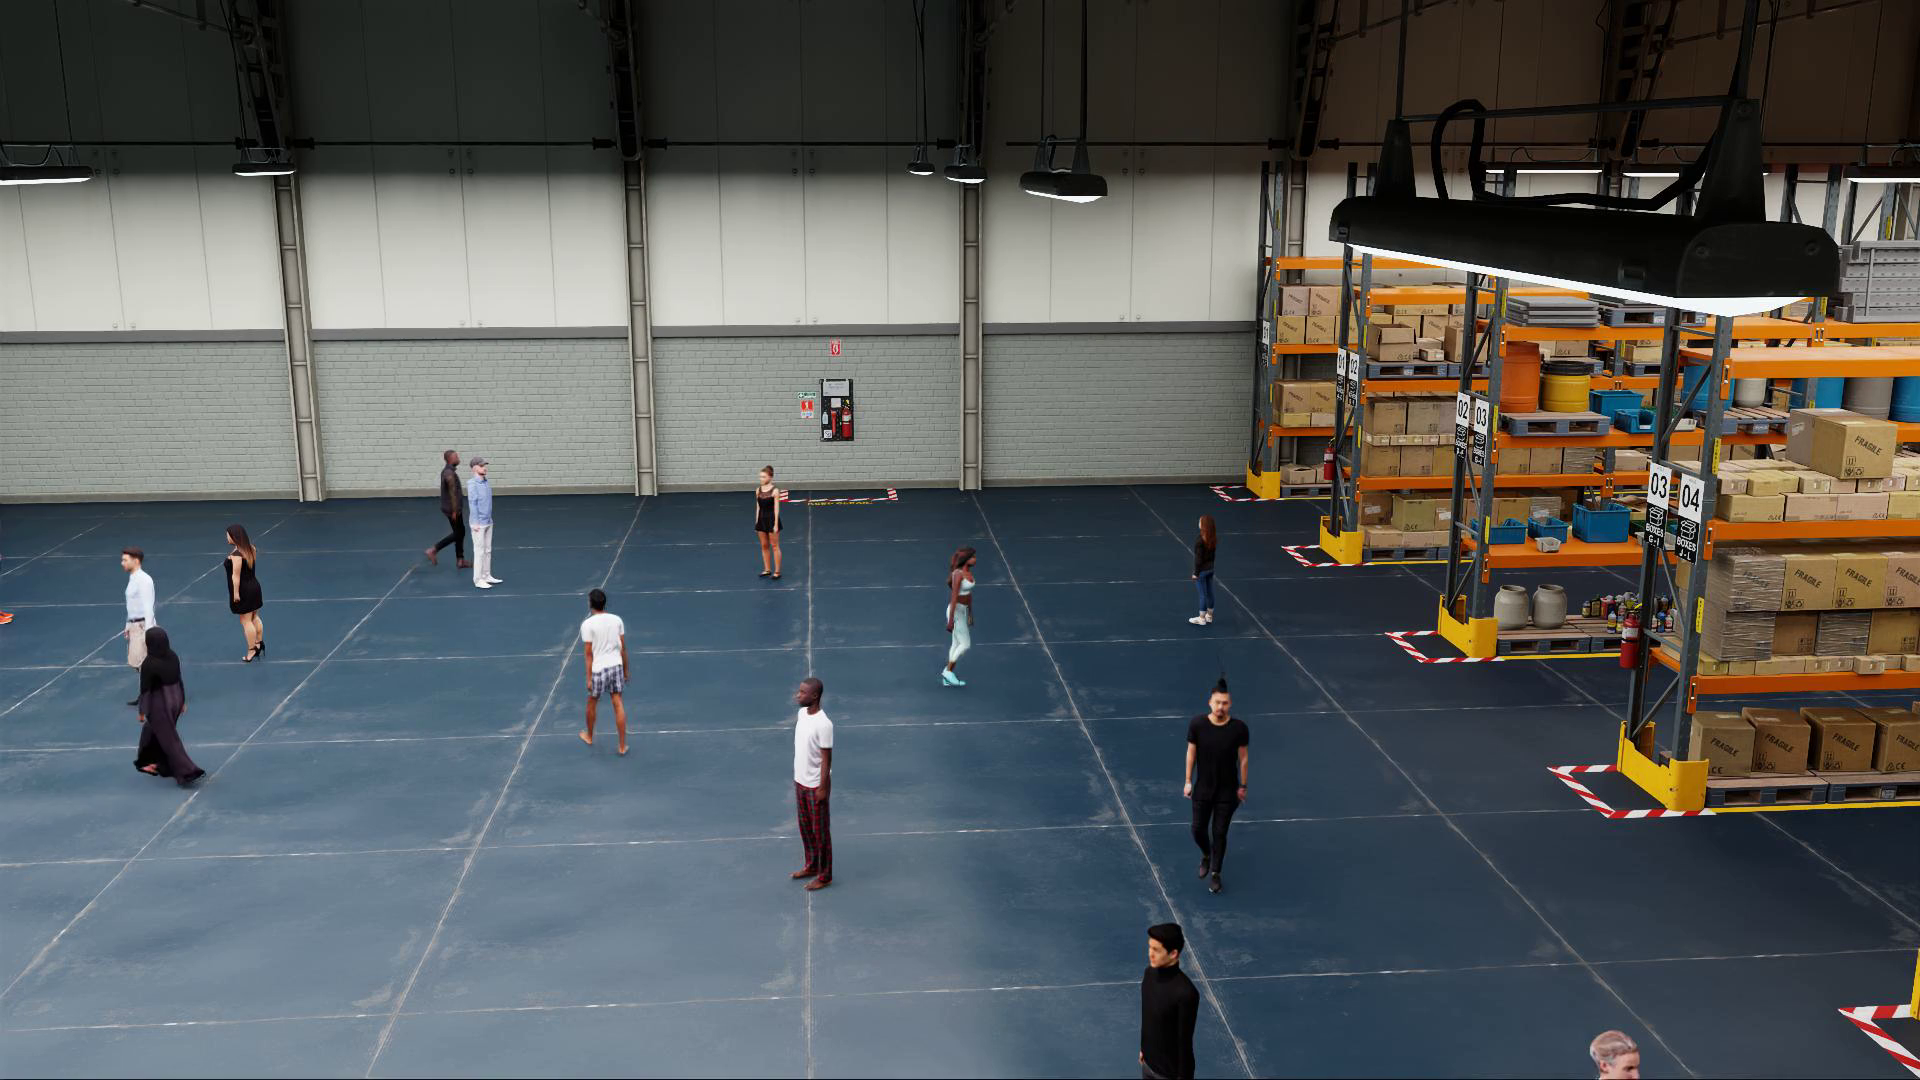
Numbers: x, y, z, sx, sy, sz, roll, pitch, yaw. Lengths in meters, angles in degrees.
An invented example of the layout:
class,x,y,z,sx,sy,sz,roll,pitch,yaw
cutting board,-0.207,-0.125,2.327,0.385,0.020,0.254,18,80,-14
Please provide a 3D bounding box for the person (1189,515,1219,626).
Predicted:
class,x,y,z,sx,sy,sz,roll,pitch,yaw
person,3.262,0.384,22.113,0.698,1.483,0.628,12,18,42

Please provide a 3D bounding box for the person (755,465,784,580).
class,x,y,z,sx,sy,sz,roll,pitch,yaw
person,-2.810,-0.268,24.492,0.671,1.680,0.745,8,15,32

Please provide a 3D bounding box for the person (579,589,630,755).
class,x,y,z,sx,sy,sz,roll,pitch,yaw
person,-3.664,1.401,17.277,1.039,1.683,1.018,-8,15,-31

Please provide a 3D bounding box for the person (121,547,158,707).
class,x,y,z,sx,sy,sz,roll,pitch,yaw
person,-9.168,0.971,18.789,0.853,1.838,0.800,-10,16,-36

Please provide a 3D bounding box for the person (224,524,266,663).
class,x,y,z,sx,sy,sz,roll,pitch,yaw
person,-8.788,0.642,20.491,0.632,1.712,0.665,1,13,3

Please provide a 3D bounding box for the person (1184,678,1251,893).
class,x,y,z,sx,sy,sz,roll,pitch,yaw
person,2.174,2.048,14.106,0.741,1.852,0.855,3,13,14

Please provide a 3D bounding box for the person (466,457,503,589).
class,x,y,z,sx,sy,sz,roll,pitch,yaw
person,-6.923,-0.272,24.046,0.707,1.888,0.728,4,14,16

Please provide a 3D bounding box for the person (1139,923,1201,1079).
class,x,y,z,sx,sy,sz,roll,pitch,yaw
person,1.244,3.082,9.933,0.658,1.720,0.702,-7,15,-26

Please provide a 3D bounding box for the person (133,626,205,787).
class,x,y,z,sx,sy,sz,roll,pitch,yaw
person,-7.812,1.643,16.410,1.181,1.602,0.902,4,14,18

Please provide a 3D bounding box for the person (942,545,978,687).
class,x,y,z,sx,sy,sz,roll,pitch,yaw
person,-0.098,0.898,19.409,0.736,1.701,0.699,5,14,19

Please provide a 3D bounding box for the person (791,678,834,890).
class,x,y,z,sx,sy,sz,roll,pitch,yaw
person,-1.245,2.047,14.148,0.702,1.836,0.731,-8,15,-31

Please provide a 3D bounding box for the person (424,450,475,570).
class,x,y,z,sx,sy,sz,roll,pitch,yaw
person,-7.673,-0.433,24.897,1.047,1.819,0.851,-5,14,-19
